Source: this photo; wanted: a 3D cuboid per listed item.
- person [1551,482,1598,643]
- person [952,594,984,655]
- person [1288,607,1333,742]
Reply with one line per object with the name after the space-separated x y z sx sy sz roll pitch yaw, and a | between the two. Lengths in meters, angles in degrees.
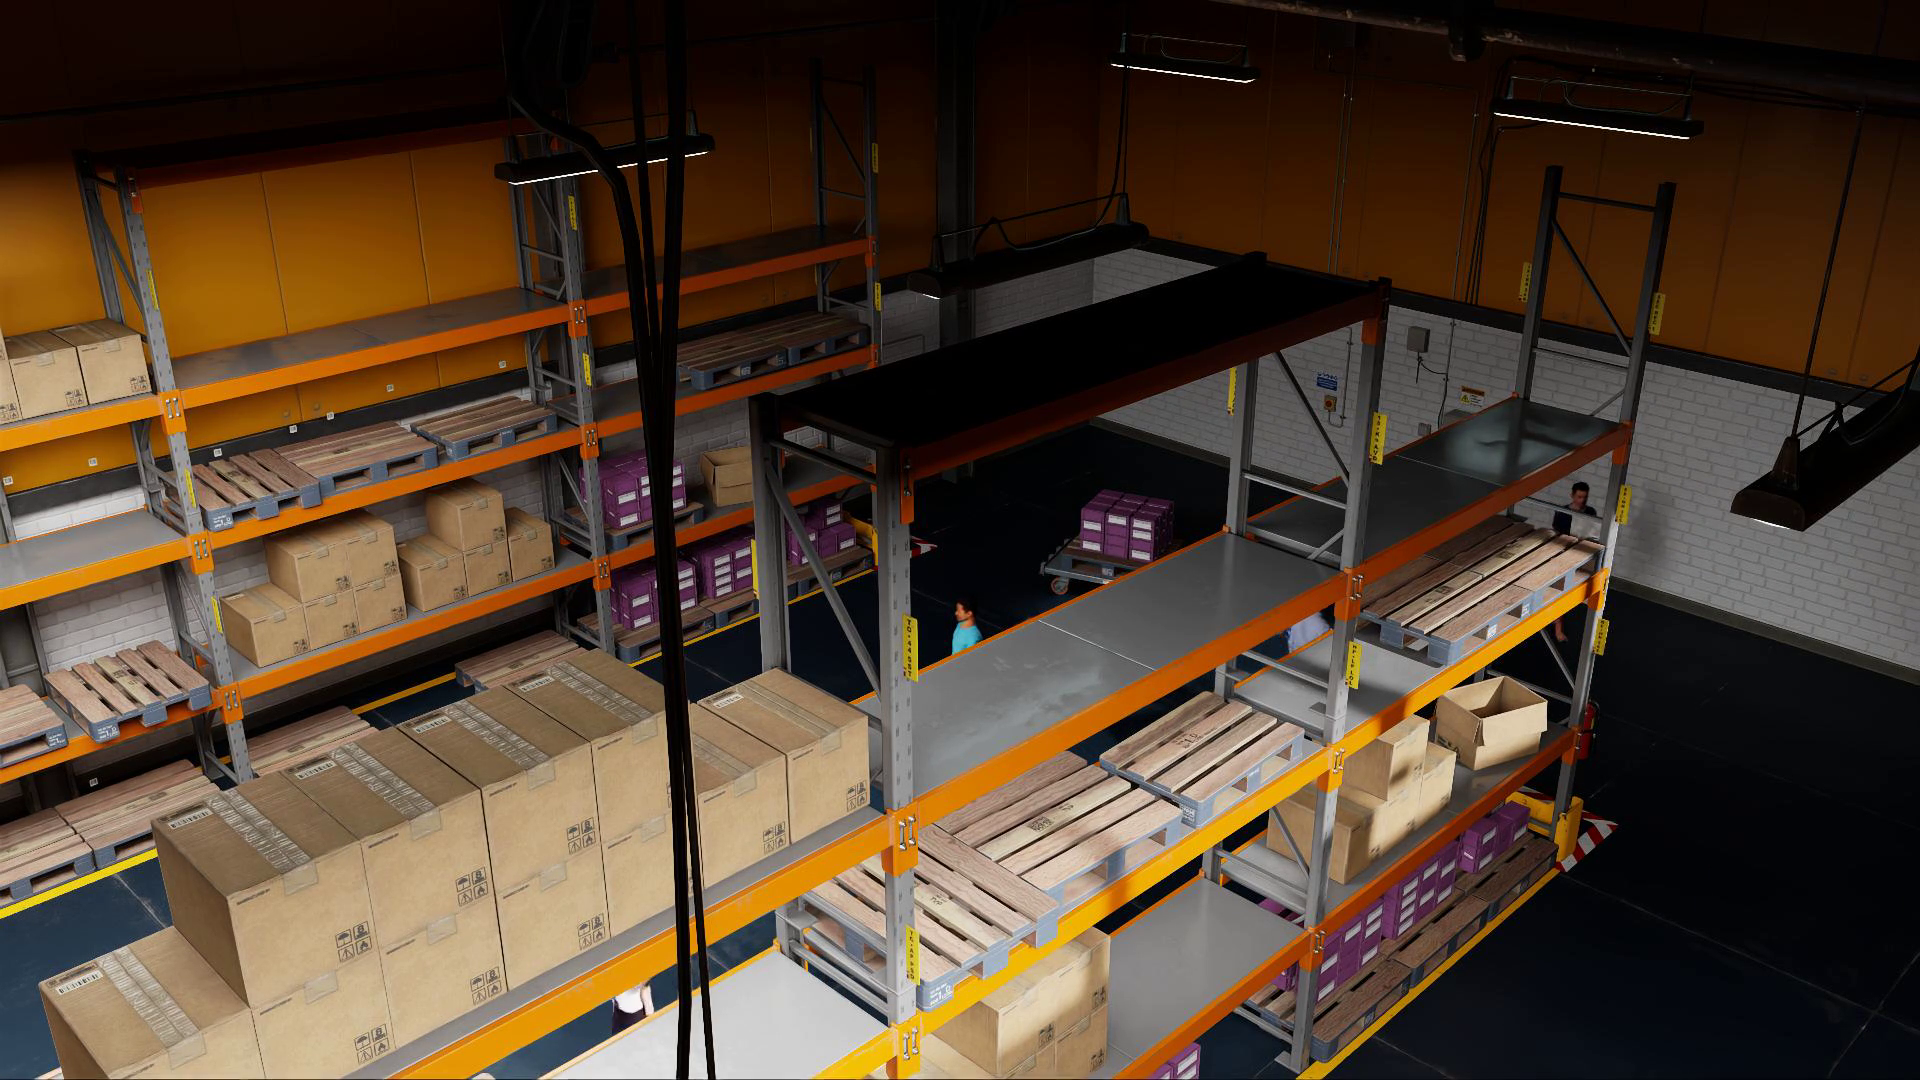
6.822 0.167 18.714 0.960 1.823 0.974 -4 24 -8 | person
0.082 1.333 16.105 0.684 1.776 0.689 -7 25 -15 | person
3.408 1.286 16.197 0.539 1.790 0.631 -22 32 -40 | person
